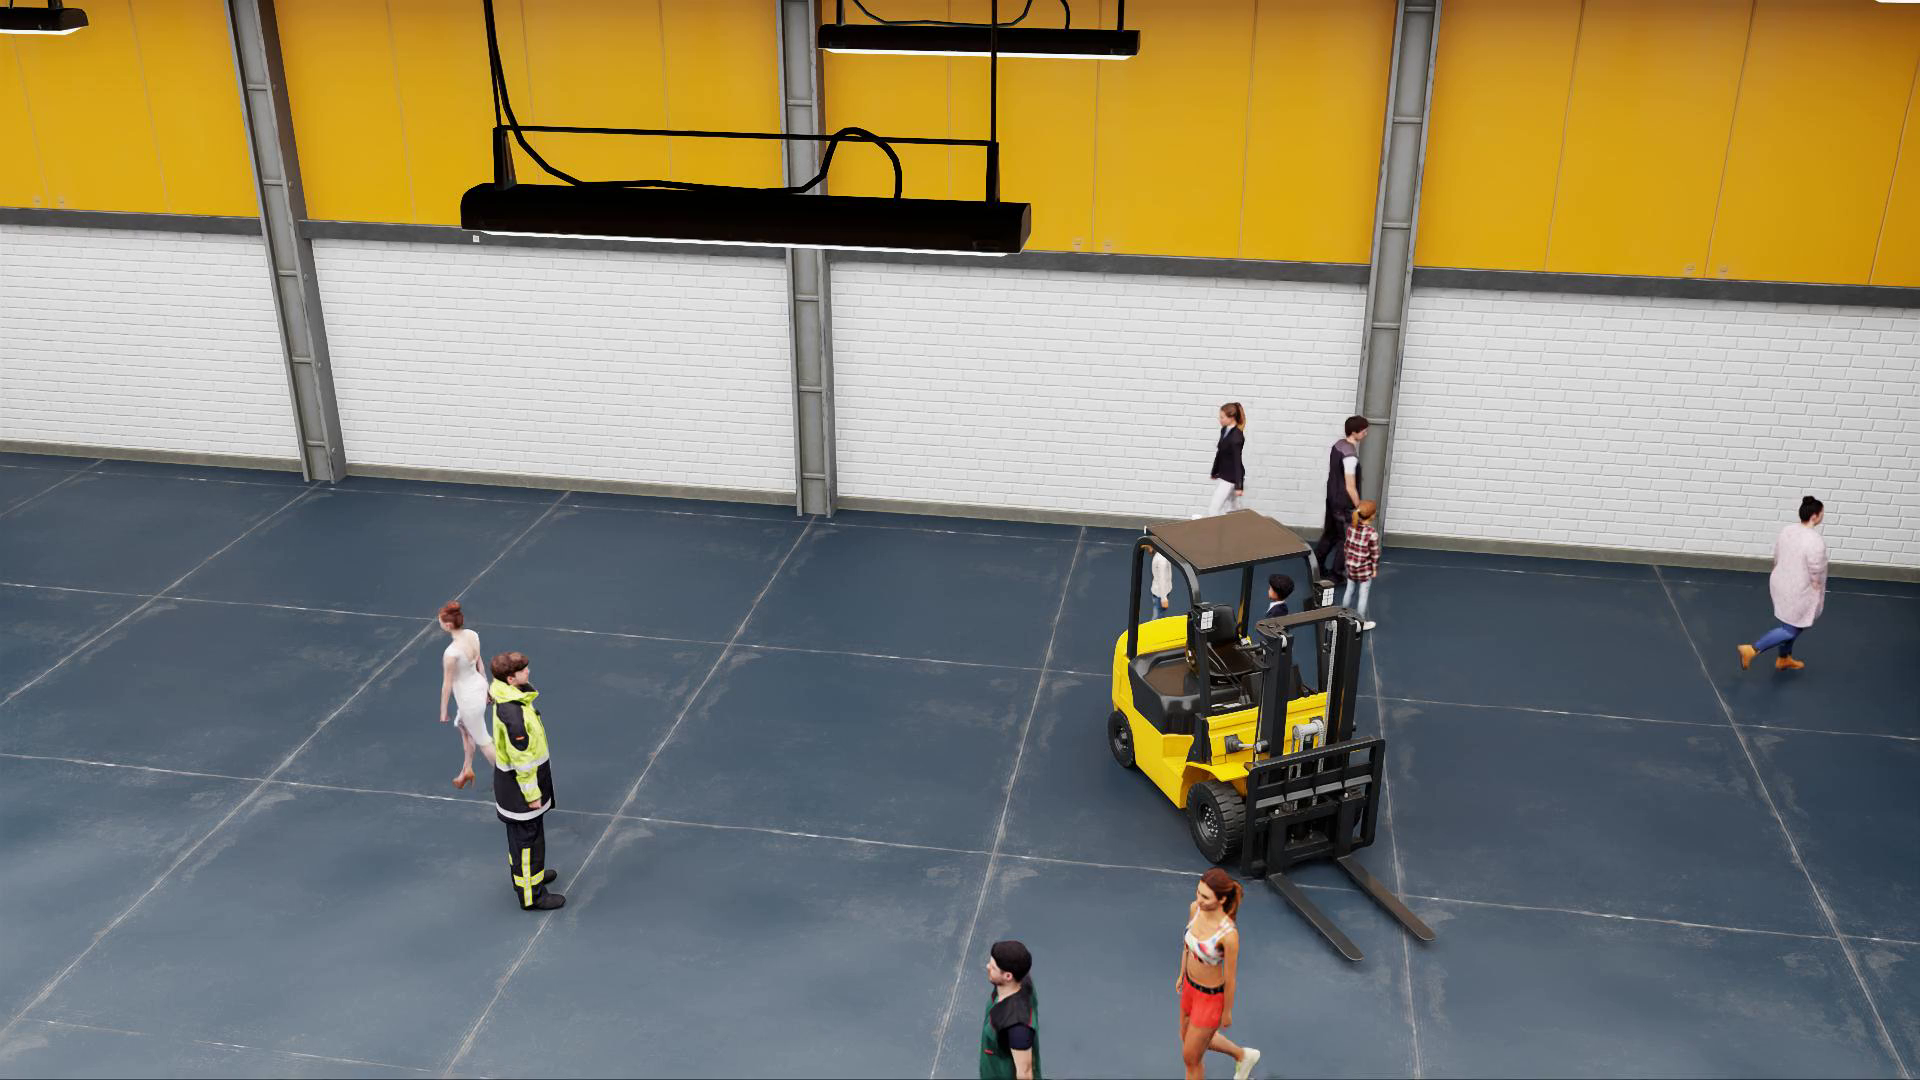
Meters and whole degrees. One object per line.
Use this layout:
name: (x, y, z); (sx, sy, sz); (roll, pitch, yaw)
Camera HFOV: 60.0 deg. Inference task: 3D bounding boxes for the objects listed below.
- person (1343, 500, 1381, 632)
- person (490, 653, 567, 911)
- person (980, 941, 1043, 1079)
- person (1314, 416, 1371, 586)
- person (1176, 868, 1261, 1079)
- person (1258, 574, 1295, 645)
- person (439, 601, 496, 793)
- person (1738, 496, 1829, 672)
person: (3.819, 0.231, 15.871); (0.675, 1.305, 0.607); (-18, 29, -35)
person: (-3.093, 1.672, 11.729); (0.854, 1.983, 0.869); (-8, 25, -18)
person: (0.376, 2.952, 8.960); (1.258, 1.856, 0.808); (1, 24, 3)
person: (3.757, -0.353, 16.570); (0.735, 1.816, 0.773); (-5, 24, -11)
person: (1.506, 2.651, 9.752); (1.033, 1.773, 0.900); (-11, 26, -24)
person: (2.800, 0.893, 14.493); (0.878, 1.198, 0.643); (11, 26, 23)
person: (-3.688, 1.294, 12.860); (0.823, 1.770, 0.640); (7, 25, 16)
person: (7.388, 0.441, 14.872); (1.067, 1.722, 0.863); (-3, 24, -6)
